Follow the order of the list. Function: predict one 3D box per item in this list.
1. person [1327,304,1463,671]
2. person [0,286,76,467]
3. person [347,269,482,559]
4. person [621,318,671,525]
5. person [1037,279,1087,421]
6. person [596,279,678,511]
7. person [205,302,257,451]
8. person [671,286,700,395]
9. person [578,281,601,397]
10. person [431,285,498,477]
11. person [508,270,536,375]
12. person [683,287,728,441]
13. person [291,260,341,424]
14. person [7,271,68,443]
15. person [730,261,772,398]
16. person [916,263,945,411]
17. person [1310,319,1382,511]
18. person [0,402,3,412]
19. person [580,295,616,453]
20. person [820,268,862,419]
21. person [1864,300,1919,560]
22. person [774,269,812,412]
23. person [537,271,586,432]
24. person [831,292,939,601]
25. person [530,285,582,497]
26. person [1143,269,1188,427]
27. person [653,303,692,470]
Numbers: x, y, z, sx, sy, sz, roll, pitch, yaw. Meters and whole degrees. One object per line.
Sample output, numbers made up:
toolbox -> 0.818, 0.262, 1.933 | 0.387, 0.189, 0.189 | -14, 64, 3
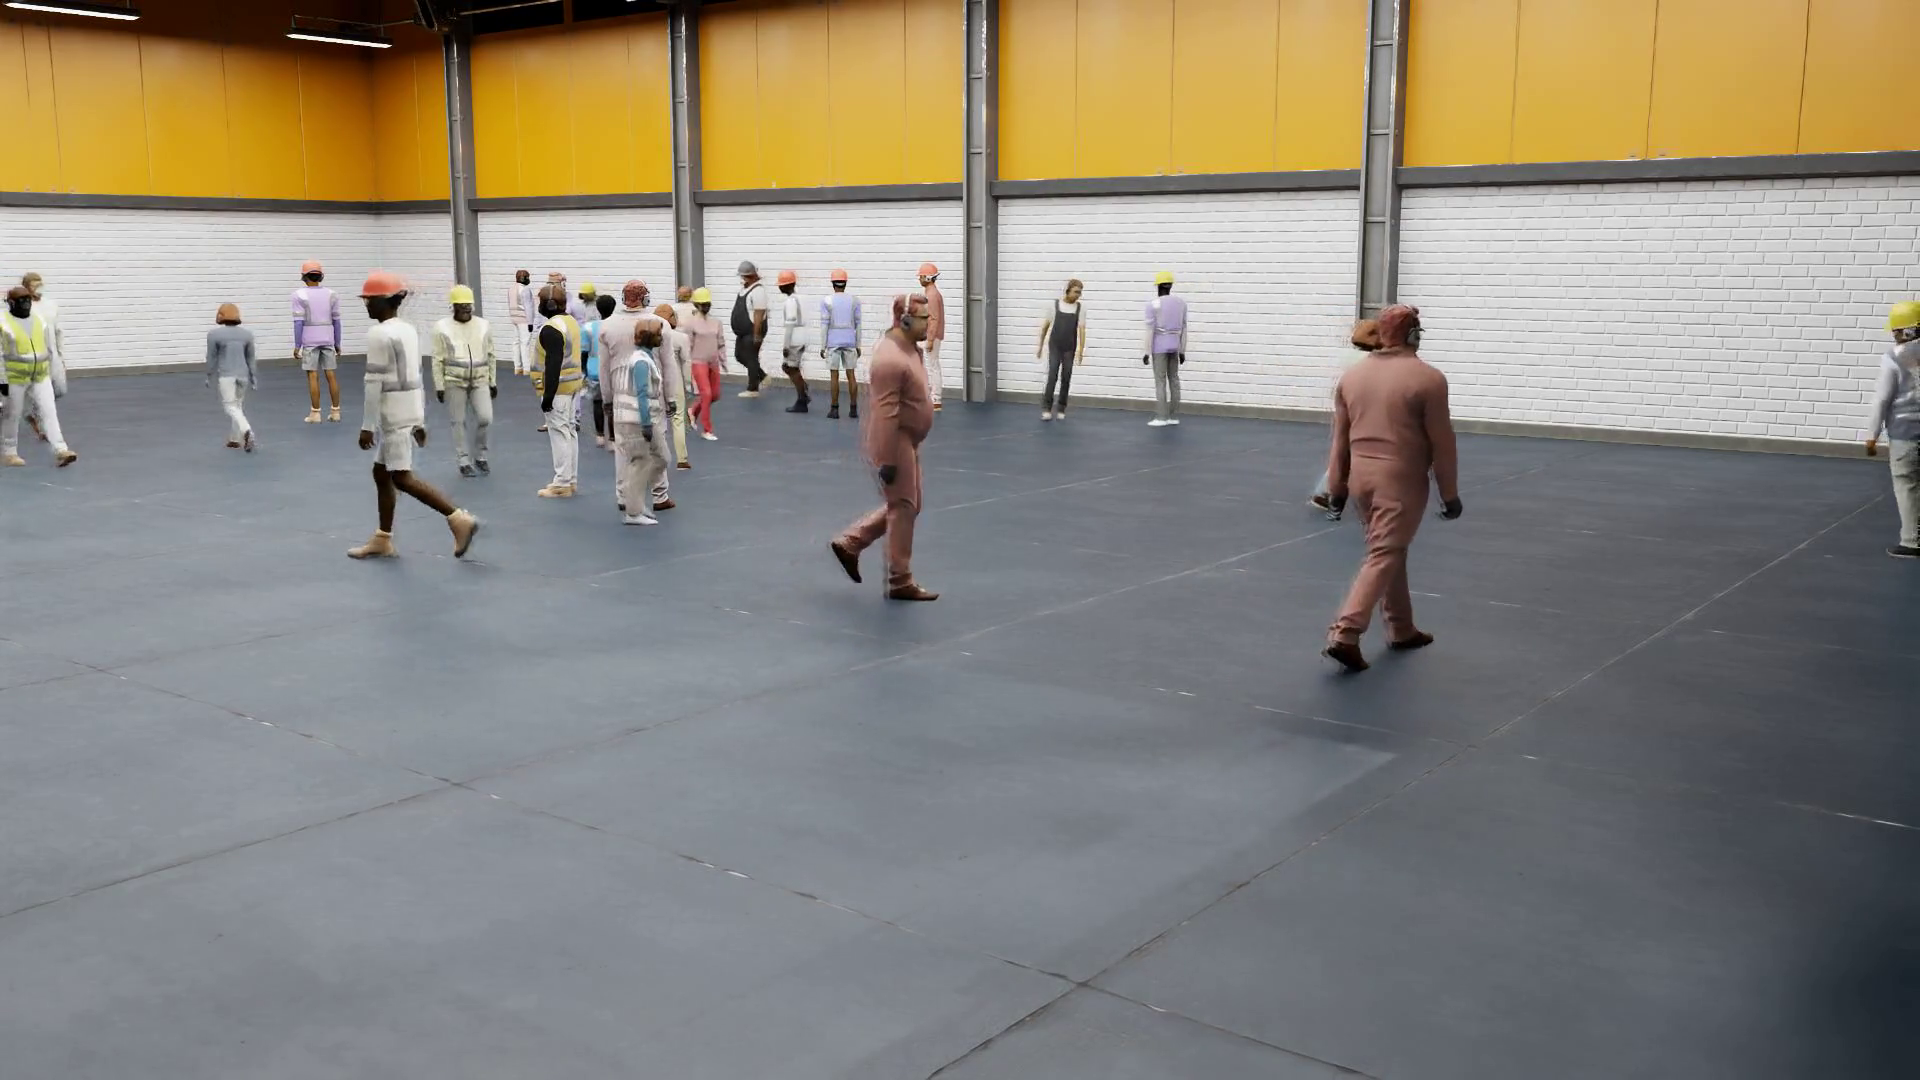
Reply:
person -> 2.190, -0.281, 8.577 | 0.980, 1.866, 0.637 | -6, 12, -33
person -> -9.245, -1.607, 16.489 | 0.974, 1.786, 0.654 | 6, 12, 33
person -> -3.775, -0.843, 11.405 | 0.914, 2.014, 0.615 | 0, 10, 0
person -> -2.456, -0.916, 12.955 | 0.396, 1.618, 0.538 | -1, 10, -5
person -> 1.305, -2.395, 21.075 | 0.603, 1.798, 0.543 | -1, 10, -5
person -> -2.637, -1.186, 13.701 | 0.649, 1.907, 0.409 | 0, 10, 2
person -> -7.782, -1.752, 17.864 | 0.743, 1.604, 0.497 | 8, 12, 38
person -> -4.100, -2.983, 24.929 | 0.514, 1.642, 0.311 | 0, 10, 0
person -> -5.446, -2.943, 24.470 | 0.494, 1.716, 0.506 | 6, 11, 30
person -> -4.669, -1.496, 15.746 | 0.619, 1.819, 0.497 | -6, 11, -30
person -> -7.676, -3.819, 29.227 | 0.430, 1.841, 0.624 | -9, 13, -43
person -> -2.960, -2.024, 19.058 | 0.664, 1.741, 0.525 | 9, 14, 44
person -> -8.043, -2.469, 20.773 | 0.391, 2.040, 0.614 | 9, 13, 42
person -> -10.374, -2.047, 18.677 | 0.511, 1.920, 0.648 | 4, 10, 22
person -> -3.086, -3.104, 24.473 | 0.576, 2.000, 0.707 | -5, 11, -26
person -> -0.401, -2.737, 22.470 | 0.391, 1.995, 0.613 | 0, 10, 0
person -> 3.293, -1.017, 13.667 | 0.873, 1.597, 0.508 | -1, 10, -8
person -> -13.072, -2.579, 22.017 | 0.788, 1.847, 0.514 | -5, 11, -27
person -> -3.770, -1.782, 17.808 | 0.559, 1.674, 0.614 | -1, 10, -8
person -> -1.544, -2.531, 21.447 | 0.552, 1.932, 0.377 | -3, 10, -18
person -> 6.589, -0.756, 11.533 | 0.614, 1.792, 0.445 | -2, 10, -12
person -> -2.222, -2.637, 22.123 | 0.443, 1.912, 0.586 | 1, 10, 7
person -> -4.765, -2.227, 19.757 | 0.639, 1.910, 0.404 | 4, 11, 22
person -> -0.457, -0.568, 10.168 | 0.607, 1.885, 0.667 | 1, 10, 6
person -> -3.527, -1.295, 14.524 | 0.429, 1.844, 0.627 | 0, 10, 1
person -> 2.517, -2.360, 20.482 | 0.594, 1.924, 0.383 | -5, 11, -27
person -> -2.871, -1.492, 16.272 | 0.498, 1.634, 0.279 | 0, 10, 1
